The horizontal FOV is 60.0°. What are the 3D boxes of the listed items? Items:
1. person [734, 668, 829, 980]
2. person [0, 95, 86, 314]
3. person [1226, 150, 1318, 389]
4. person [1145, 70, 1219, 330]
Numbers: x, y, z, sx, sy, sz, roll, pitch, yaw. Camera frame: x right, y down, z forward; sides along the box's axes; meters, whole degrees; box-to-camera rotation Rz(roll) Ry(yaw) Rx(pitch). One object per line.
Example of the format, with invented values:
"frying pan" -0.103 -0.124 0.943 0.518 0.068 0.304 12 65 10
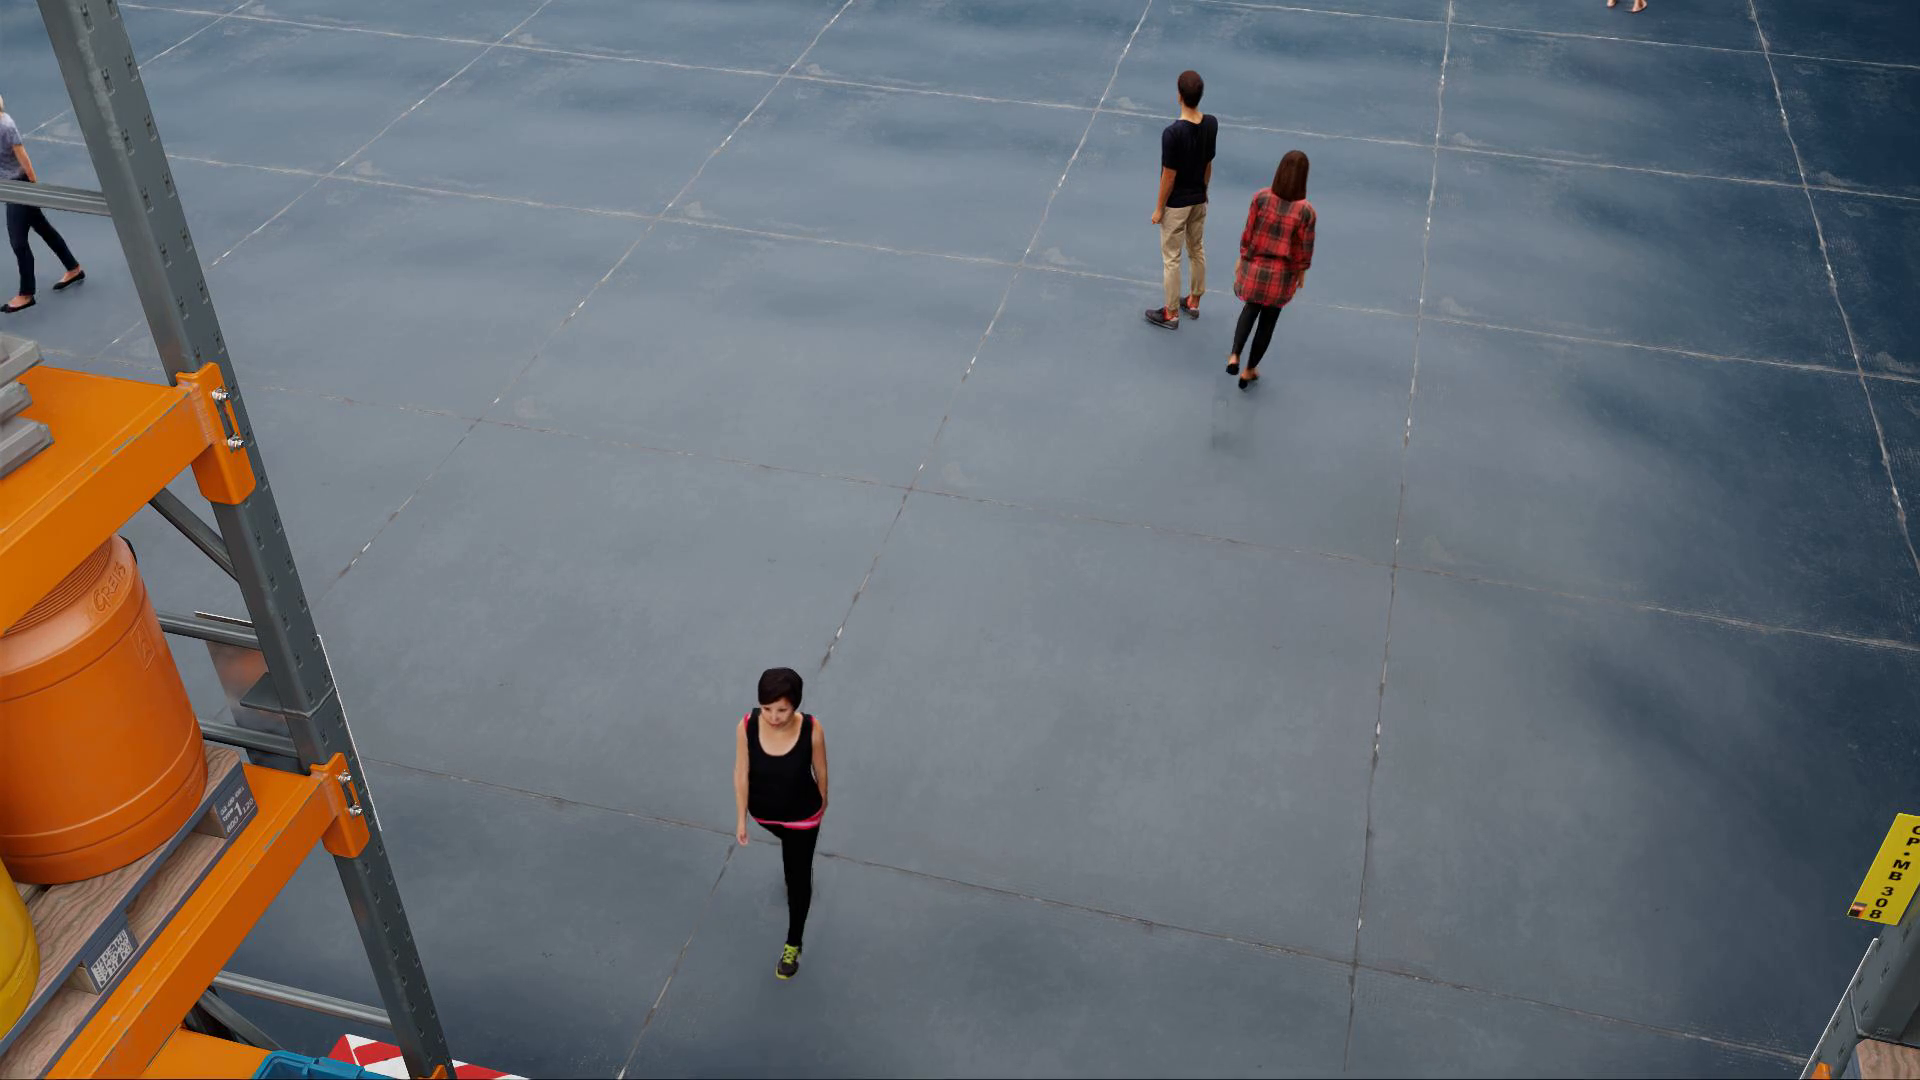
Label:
"person" -0.776 1.116 7.420 0.602 1.511 1.052 5 38 7
"person" -6.709 -2.556 11.963 0.823 1.695 1.020 26 45 29
"person" 1.996 -1.695 10.875 0.725 1.680 0.753 18 41 21
"person" 1.562 -2.355 11.576 0.686 1.855 0.776 -25 44 -28
